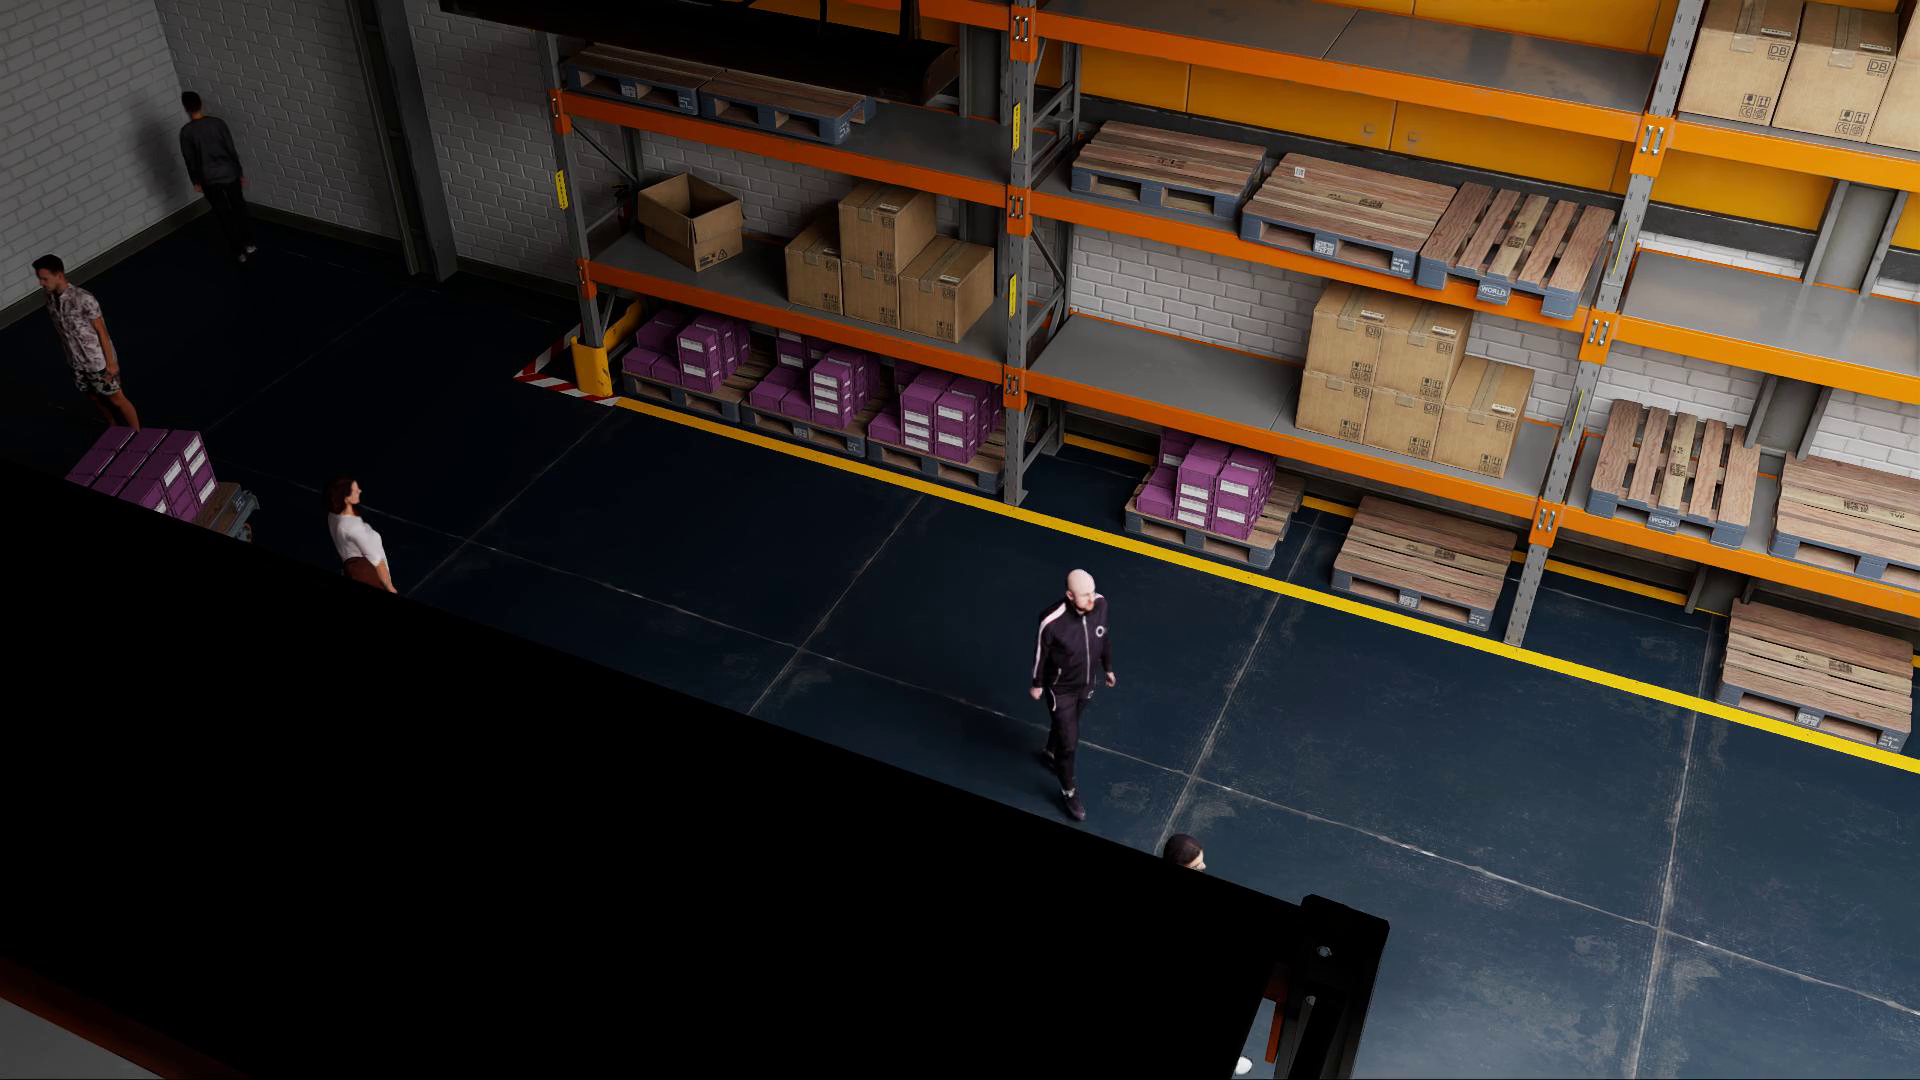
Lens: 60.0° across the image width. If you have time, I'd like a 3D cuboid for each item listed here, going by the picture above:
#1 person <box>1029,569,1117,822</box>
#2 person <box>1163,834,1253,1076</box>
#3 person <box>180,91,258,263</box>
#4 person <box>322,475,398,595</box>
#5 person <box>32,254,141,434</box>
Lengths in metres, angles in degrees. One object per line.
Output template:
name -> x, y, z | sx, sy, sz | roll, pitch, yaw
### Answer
person -> 0.635, 0.853, 10.605 | 0.903, 1.811, 1.001 | -26, 45, -28
person -> 1.042, 2.199, 8.972 | 1.058, 1.746, 0.696 | 11, 40, 14
person -> -7.143, -3.472, 16.065 | 0.741, 1.756, 0.761 | -23, 44, -26
person -> -4.088, 0.372, 11.242 | 0.958, 1.768, 1.034 | -26, 45, -28
person -> -7.102, -1.534, 13.595 | 0.533, 1.810, 0.745 | 13, 40, 16
